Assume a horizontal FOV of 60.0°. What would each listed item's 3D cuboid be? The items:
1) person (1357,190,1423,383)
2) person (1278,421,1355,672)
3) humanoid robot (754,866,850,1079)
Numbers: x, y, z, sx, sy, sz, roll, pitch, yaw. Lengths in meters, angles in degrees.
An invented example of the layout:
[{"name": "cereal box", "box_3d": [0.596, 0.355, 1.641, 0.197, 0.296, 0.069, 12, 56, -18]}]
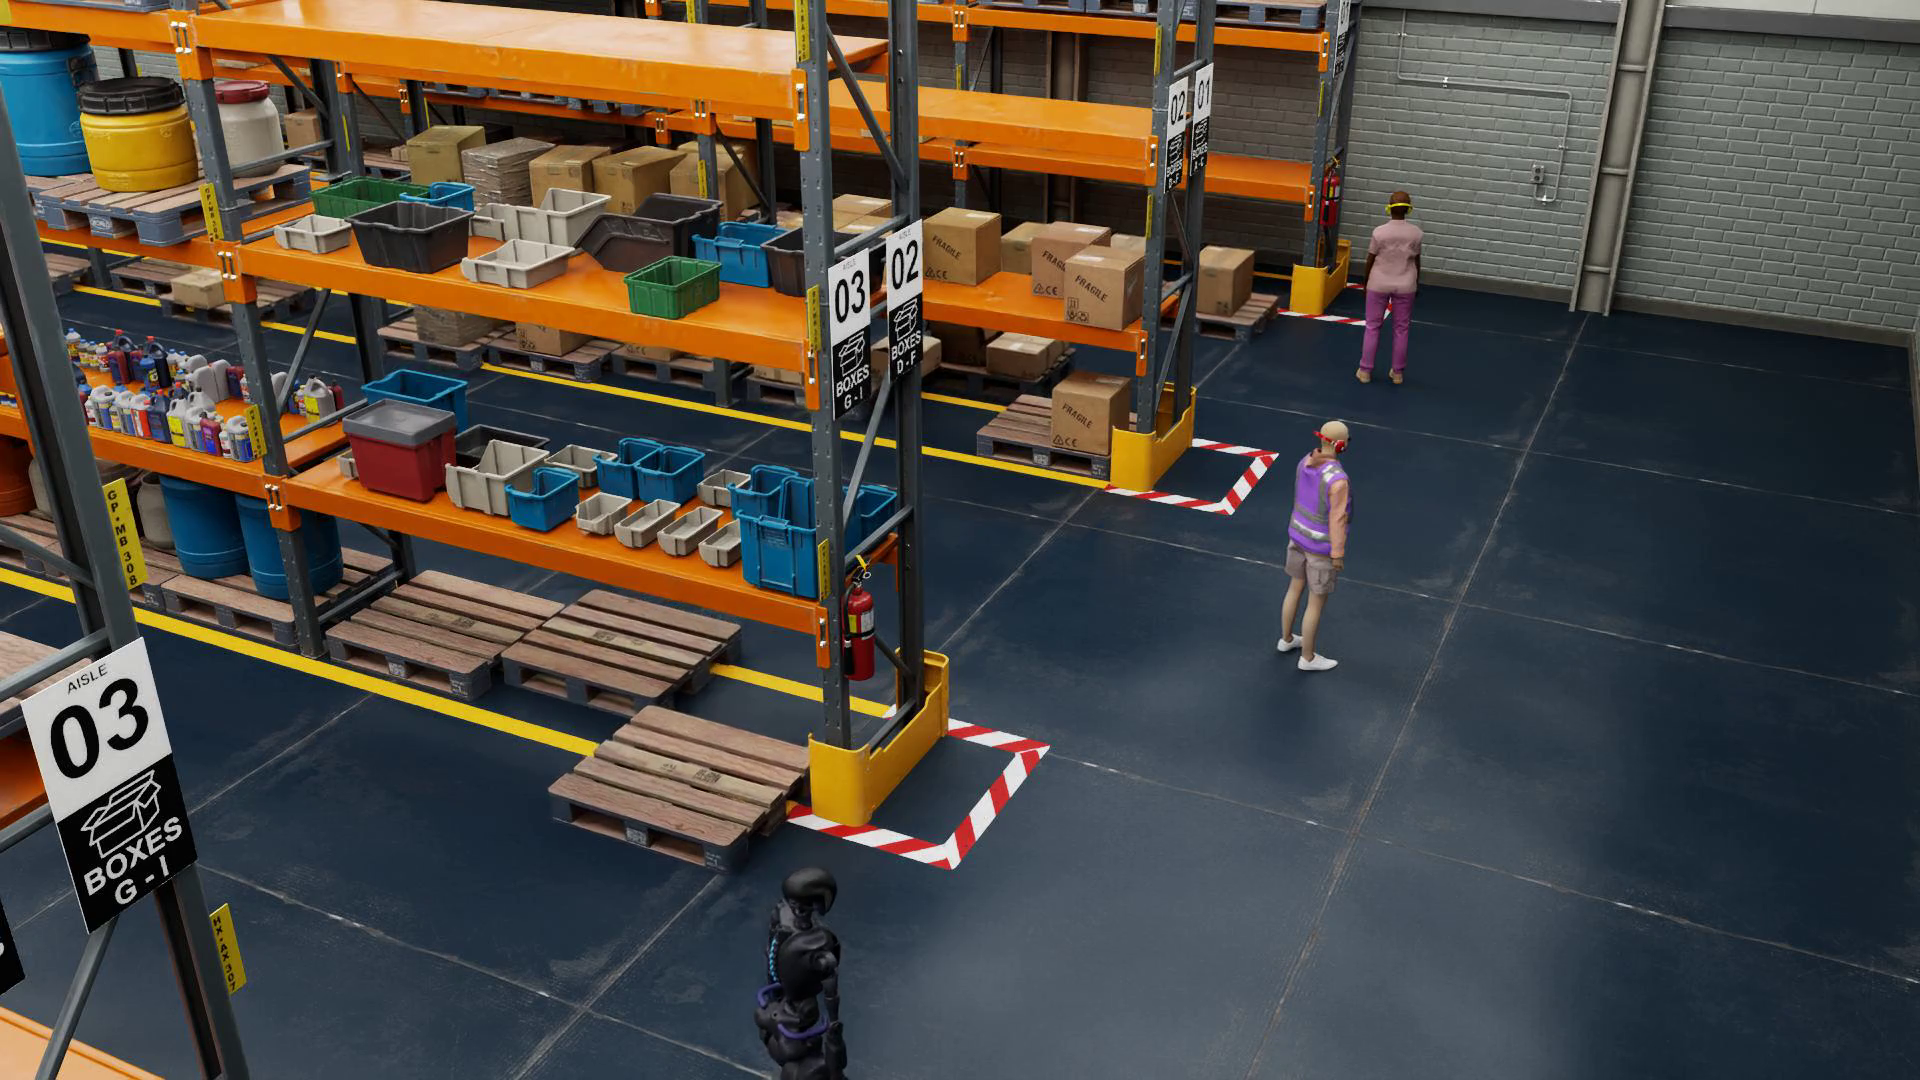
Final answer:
[{"name": "person", "box_3d": [3.961, -2.311, 15.272, 0.506, 1.794, 0.337, 4, 27, 8]}, {"name": "person", "box_3d": [2.282, 0.032, 10.641, 0.349, 1.688, 0.491, -11, 28, -20]}, {"name": "humanoid robot", "box_3d": [-0.662, 2.004, 6.722, 0.801, 1.622, 0.615, -16, 30, -29]}]
